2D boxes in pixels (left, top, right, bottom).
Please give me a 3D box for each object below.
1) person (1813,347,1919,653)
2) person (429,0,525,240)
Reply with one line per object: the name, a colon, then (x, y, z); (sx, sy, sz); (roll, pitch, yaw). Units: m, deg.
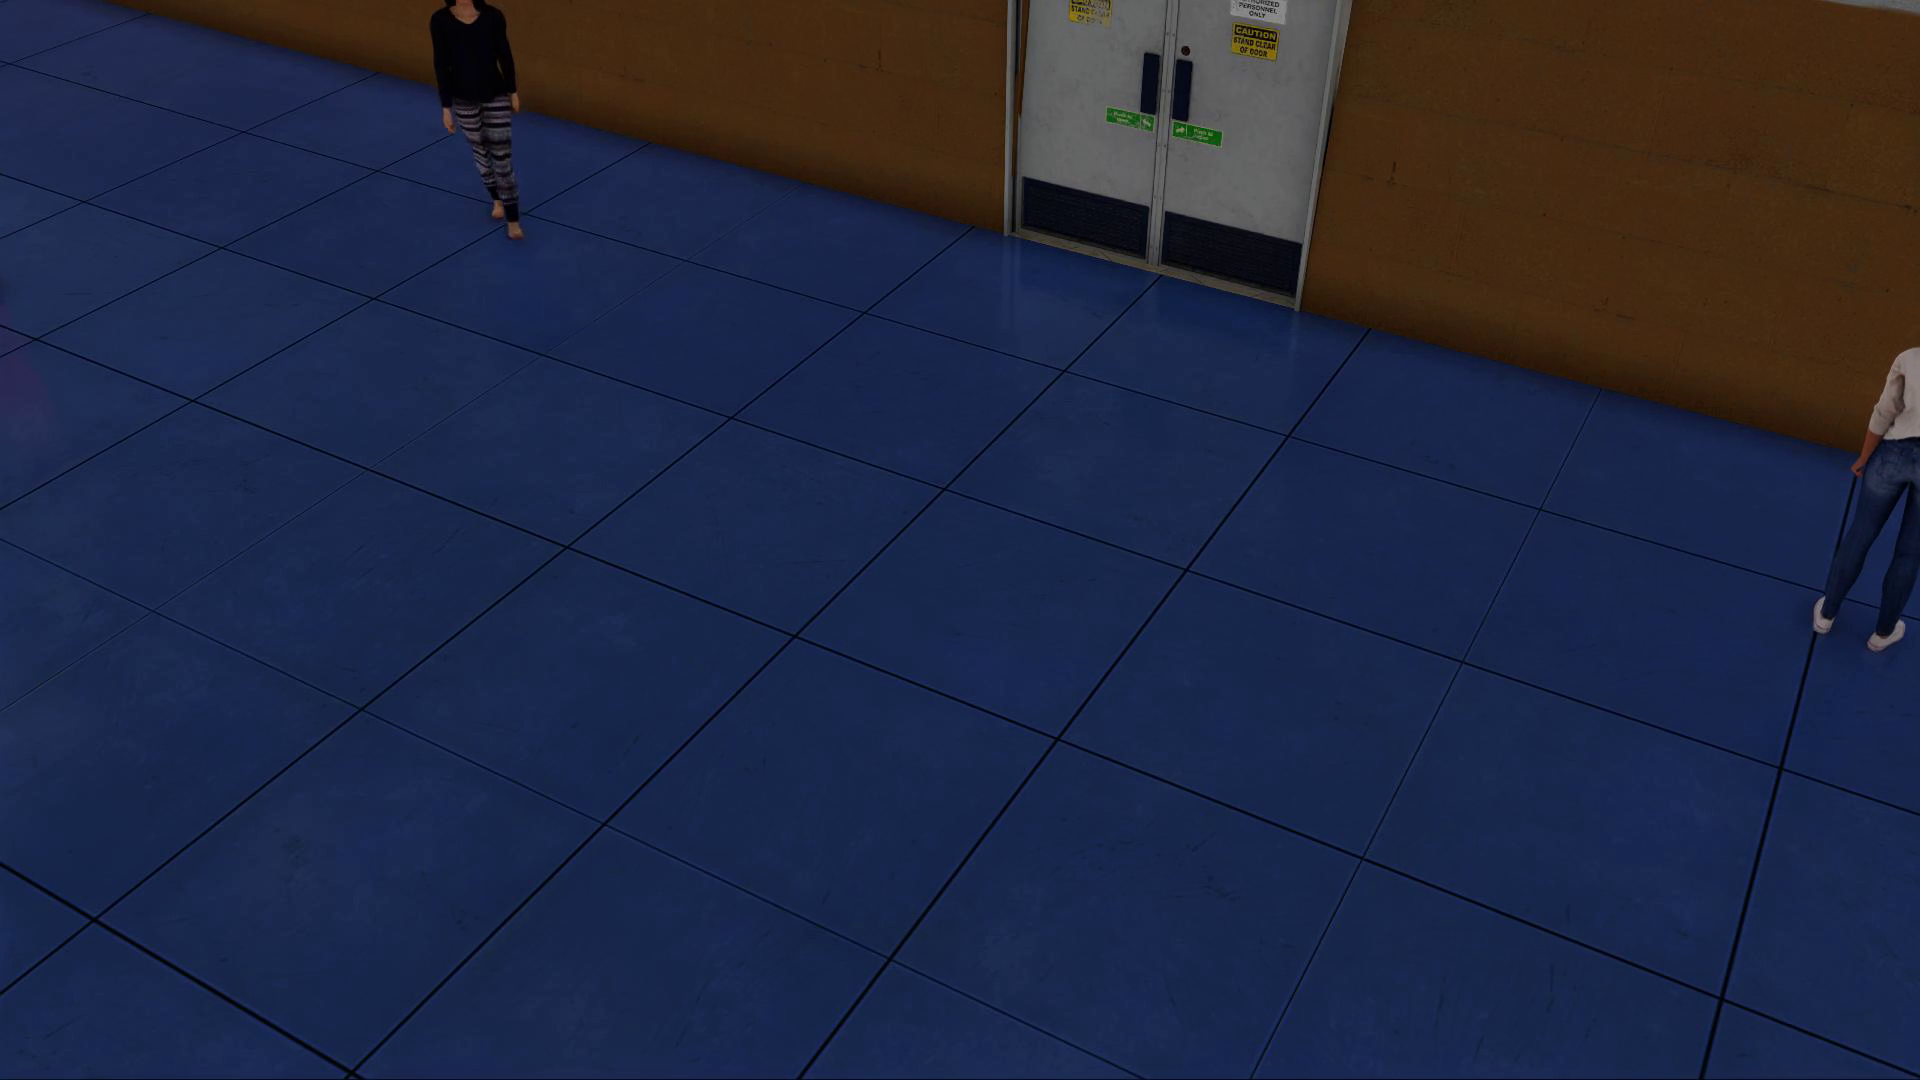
person: (4.037, -0.287, 7.043); (0.632, 1.719, 0.543); (24, 43, 28)
person: (-3.006, -2.806, 10.408); (0.916, 1.708, 0.988); (-7, 37, -9)
